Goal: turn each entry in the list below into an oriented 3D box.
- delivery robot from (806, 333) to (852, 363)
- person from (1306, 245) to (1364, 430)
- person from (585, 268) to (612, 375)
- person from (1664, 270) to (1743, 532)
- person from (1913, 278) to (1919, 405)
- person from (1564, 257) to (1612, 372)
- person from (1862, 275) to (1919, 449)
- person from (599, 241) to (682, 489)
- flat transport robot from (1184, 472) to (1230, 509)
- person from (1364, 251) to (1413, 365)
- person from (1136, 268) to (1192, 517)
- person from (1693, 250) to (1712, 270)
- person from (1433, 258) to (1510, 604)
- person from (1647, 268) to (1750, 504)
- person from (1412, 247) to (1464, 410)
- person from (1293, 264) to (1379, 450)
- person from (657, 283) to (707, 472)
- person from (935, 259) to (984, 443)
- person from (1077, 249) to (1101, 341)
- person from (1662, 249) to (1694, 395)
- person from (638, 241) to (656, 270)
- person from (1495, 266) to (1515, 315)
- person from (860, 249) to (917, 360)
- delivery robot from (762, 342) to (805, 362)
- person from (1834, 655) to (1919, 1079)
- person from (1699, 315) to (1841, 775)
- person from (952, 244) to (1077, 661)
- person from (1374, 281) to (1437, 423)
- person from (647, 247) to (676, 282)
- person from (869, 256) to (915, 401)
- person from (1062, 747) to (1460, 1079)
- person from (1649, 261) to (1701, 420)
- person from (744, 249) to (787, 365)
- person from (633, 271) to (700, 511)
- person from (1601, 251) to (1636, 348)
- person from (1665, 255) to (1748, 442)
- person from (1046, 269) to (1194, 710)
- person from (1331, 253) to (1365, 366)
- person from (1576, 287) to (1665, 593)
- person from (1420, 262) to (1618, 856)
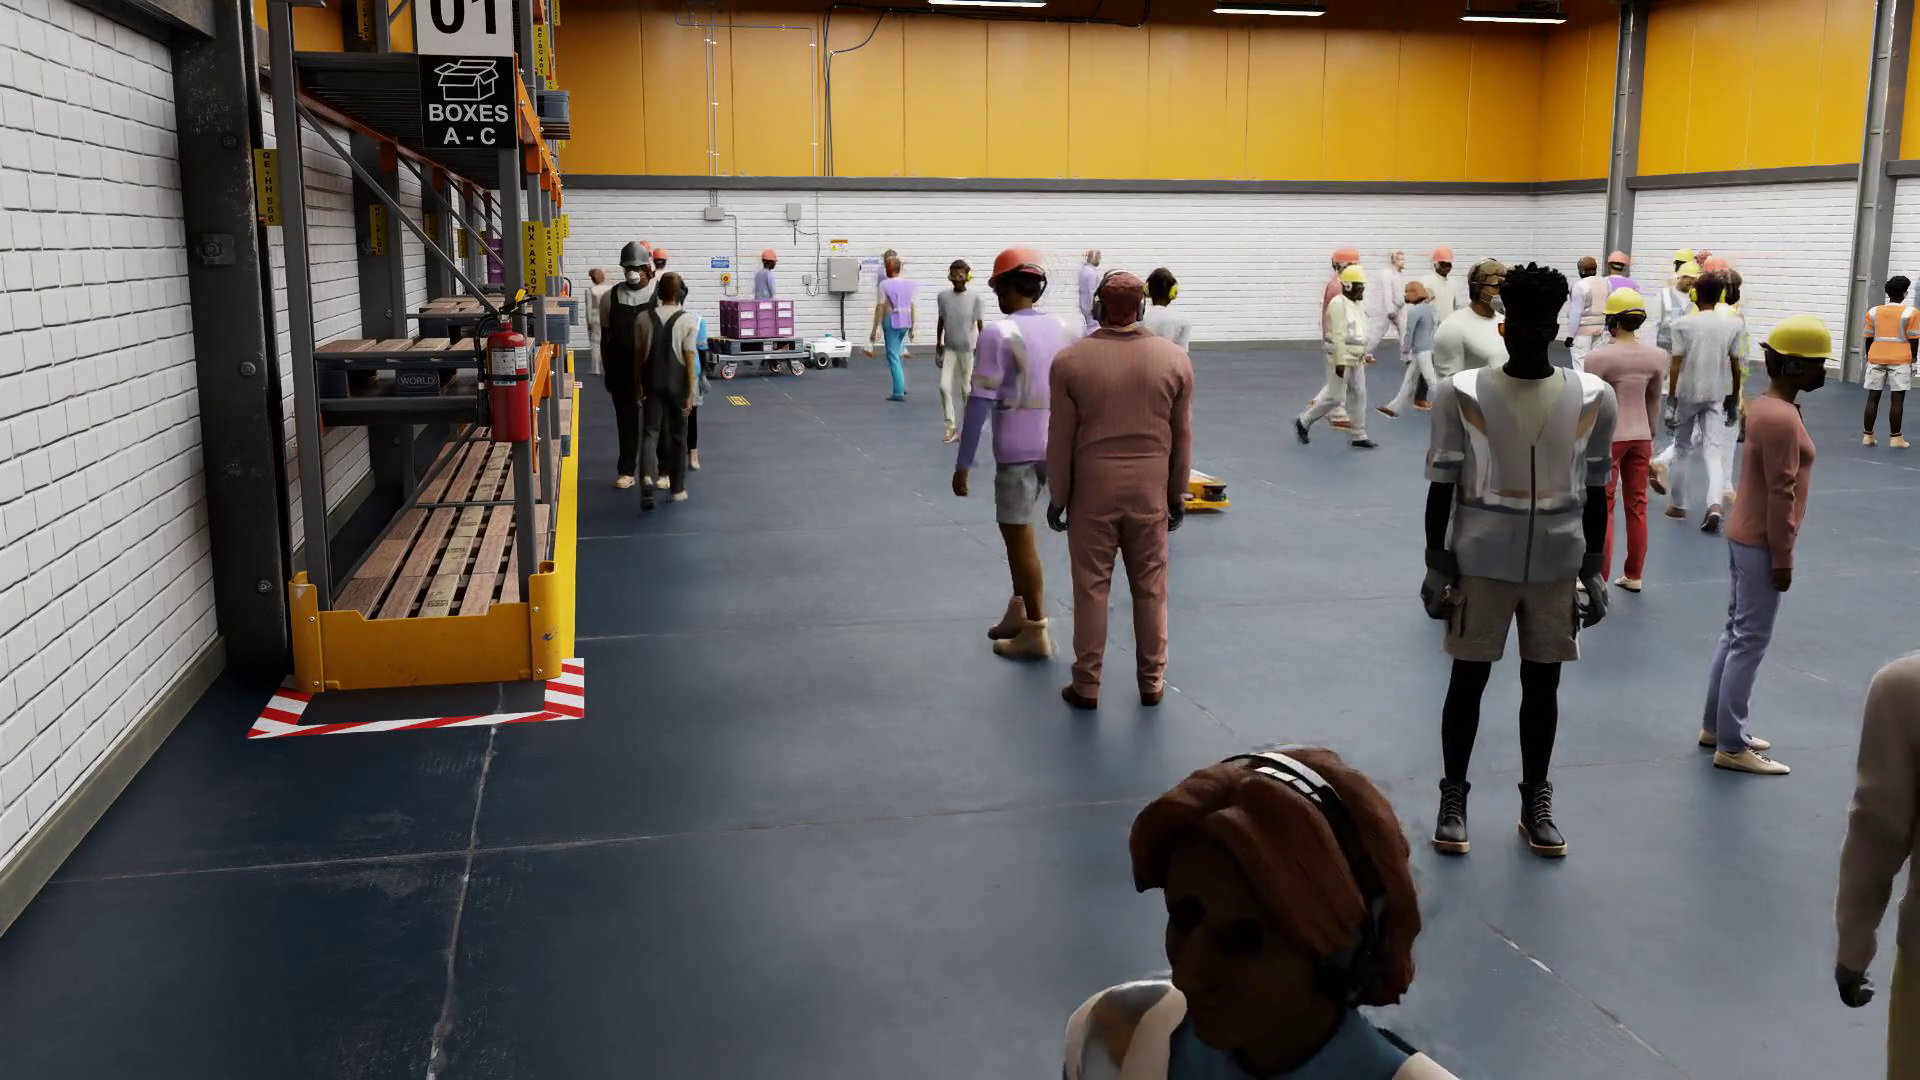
[{"bbox_3d":[-2.084,-3.048,26.453,0.707,0.478,0.477,-6,12,-30],"label":"delivery robot"},{"bbox_3d":[4.074,-2.163,17.856,0.477,1.978,0.638,2,10,9],"label":"person"},{"bbox_3d":[-5.382,-3.280,25.016,0.526,1.618,0.609,-9,14,-41],"label":"person"},{"bbox_3d":[5.287,-0.992,11.803,0.530,1.833,0.942,2,10,9],"label":"person"},{"bbox_3d":[11.684,-2.489,19.810,0.639,1.928,0.526,4,11,20],"label":"person"},{"bbox_3d":[7.516,-2.480,20.019,0.619,1.839,0.430,-6,12,-31],"label":"person"},{"bbox_3d":[9.115,-1.738,16.288,0.318,1.697,0.533,-7,13,-35],"label":"person"},{"bbox_3d":[-2.622,-1.421,13.582,0.684,2.000,0.535,0,10,3],"label":"person"},{"bbox_3d":[1.558,-0.436,13.023,0.652,0.197,1.431,-2,10,-11],"label":"flat transport robot"},{"bbox_3d":[7.085,-3.798,27.285,1.008,1.859,0.669,9,14,41],"label":"person"},{"bbox_3d":[1.431,-1.044,12.085,0.492,1.833,0.841,2,10,10],"label":"person"},{"bbox_3d":[9.270,-2.676,20.906,0.655,1.906,0.407,0,10,-2],"label":"person"},{"bbox_3d":[2.851,-0.584,9.224,0.634,1.938,0.355,-8,13,-38],"label":"person"},{"bbox_3d":[5.759,-1.176,12.833,0.694,1.823,0.631,-1,10,-4],"label":"person"},{"bbox_3d":[5.733,-2.474,19.655,0.635,1.943,0.992,-6,12,-32],"label":"person"},{"bbox_3d":[3.700,-1.780,16.228,0.769,1.806,0.598,8,13,38],"label":"person"},{"bbox_3d":[-2.491,-1.448,14.683,0.539,1.695,0.317,-3,11,-15],"label":"person"},{"bbox_3d":[-0.016,-1.882,16.669,0.562,1.840,0.640,3,11,16],"label":"person"},{"bbox_3d":[2.191,-3.950,28.016,0.449,1.885,0.661,-2,10,-12],"label":"person"},{"bbox_3d":[9.420,-2.857,21.876,0.381,1.918,0.584,3,11,14],"label":"person"},{"bbox_3d":[-5.208,-3.937,27.595,0.606,2.027,0.441,-3,11,-18],"label":"person"},{"bbox_3d":[5.036,-1.586,15.176,0.651,1.789,0.958,-9,14,-42],"label":"person"},{"bbox_3d":[-1.247,-3.997,28.279,1.010,1.898,0.647,-3,11,-19],"label":"person"},{"bbox_3d":[-2.821,-3.028,26.343,0.707,0.478,0.477,0,10,0],"label":"delivery robot"},{"bbox_3d":[1.826,0.720,2.918,0.506,1.610,0.686,7,12,33],"label":"person"},{"bbox_3d":[3.128,0.016,6.412,0.360,1.756,0.522,3,11,17],"label":"person"},{"bbox_3d":[0.269,-0.427,8.142,0.636,2.006,0.765,9,14,42],"label":"person"},{"bbox_3d":[5.090,-2.087,18.543,0.939,1.567,0.518,7,12,33],"label":"person"},{"bbox_3d":[-4.350,-3.303,24.292,0.552,1.935,0.368,-1,10,-3],"label":"person"},{"bbox_3d":[-0.861,-2.669,21.100,0.510,1.826,0.571,8,13,36],"label":"person"},{"bbox_3d":[0.262,0.974,1.463,0.519,1.629,0.368,9,13,40],"label":"person"},{"bbox_3d":[8.042,-2.235,18.754,0.605,1.806,0.706,1,10,5],"label":"person"},{"bbox_3d":[-3.234,-3.801,27.205,0.971,1.893,0.543,-7,12,-33],"label":"person"},{"bbox_3d":[-2.254,-1.124,12.604,0.562,1.807,0.900,1,10,4],"label":"person"},{"bbox_3d":[8.307,-2.710,21.112,0.562,1.901,0.673,-1,10,-6],"label":"person"},{"bbox_3d":[7.731,-1.937,16.894,0.565,1.901,0.973,-6,12,-29],"label":"person"},{"bbox_3d":[0.683,-0.212,7.241,0.644,1.913,0.408,-1,10,-8],"label":"person"},{"bbox_3d":[6.209,-3.680,26.638,0.691,1.847,0.437,-7,12,-34],"label":"person"},{"bbox_3d":[3.778,-0.560,9.573,0.523,1.769,0.309,-3,11,-16],"label":"person"},{"bbox_3d":[1.838,0.073,5.504,0.613,1.964,0.361,1,10,6],"label":"person"}]
